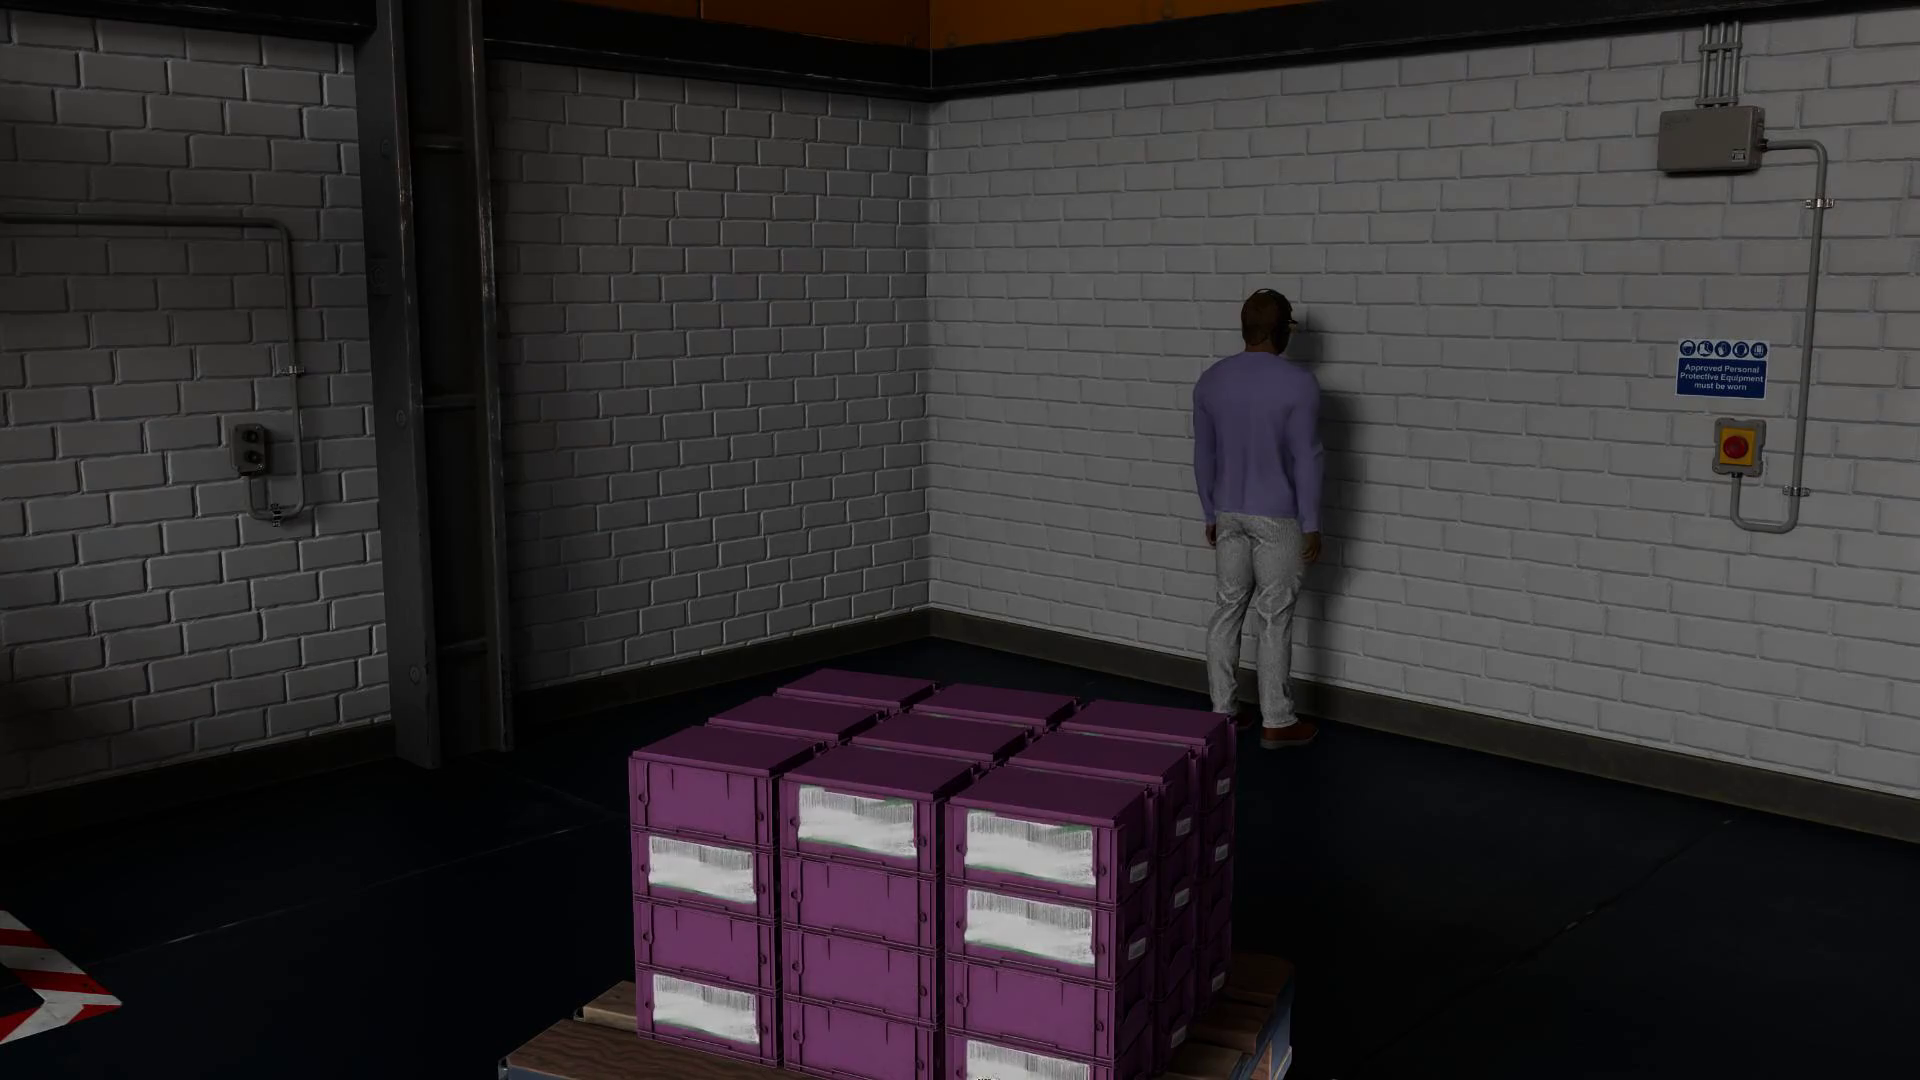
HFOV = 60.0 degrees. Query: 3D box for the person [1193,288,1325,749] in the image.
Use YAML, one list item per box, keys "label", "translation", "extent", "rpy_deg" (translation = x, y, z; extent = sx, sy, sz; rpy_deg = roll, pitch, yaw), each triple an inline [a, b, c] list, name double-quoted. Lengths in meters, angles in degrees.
- label: "person"
  translation: [1.271, -0.089, 7.070]
  extent: [0.370, 1.941, 0.627]
  rpy_deg: [-9, 13, -43]
